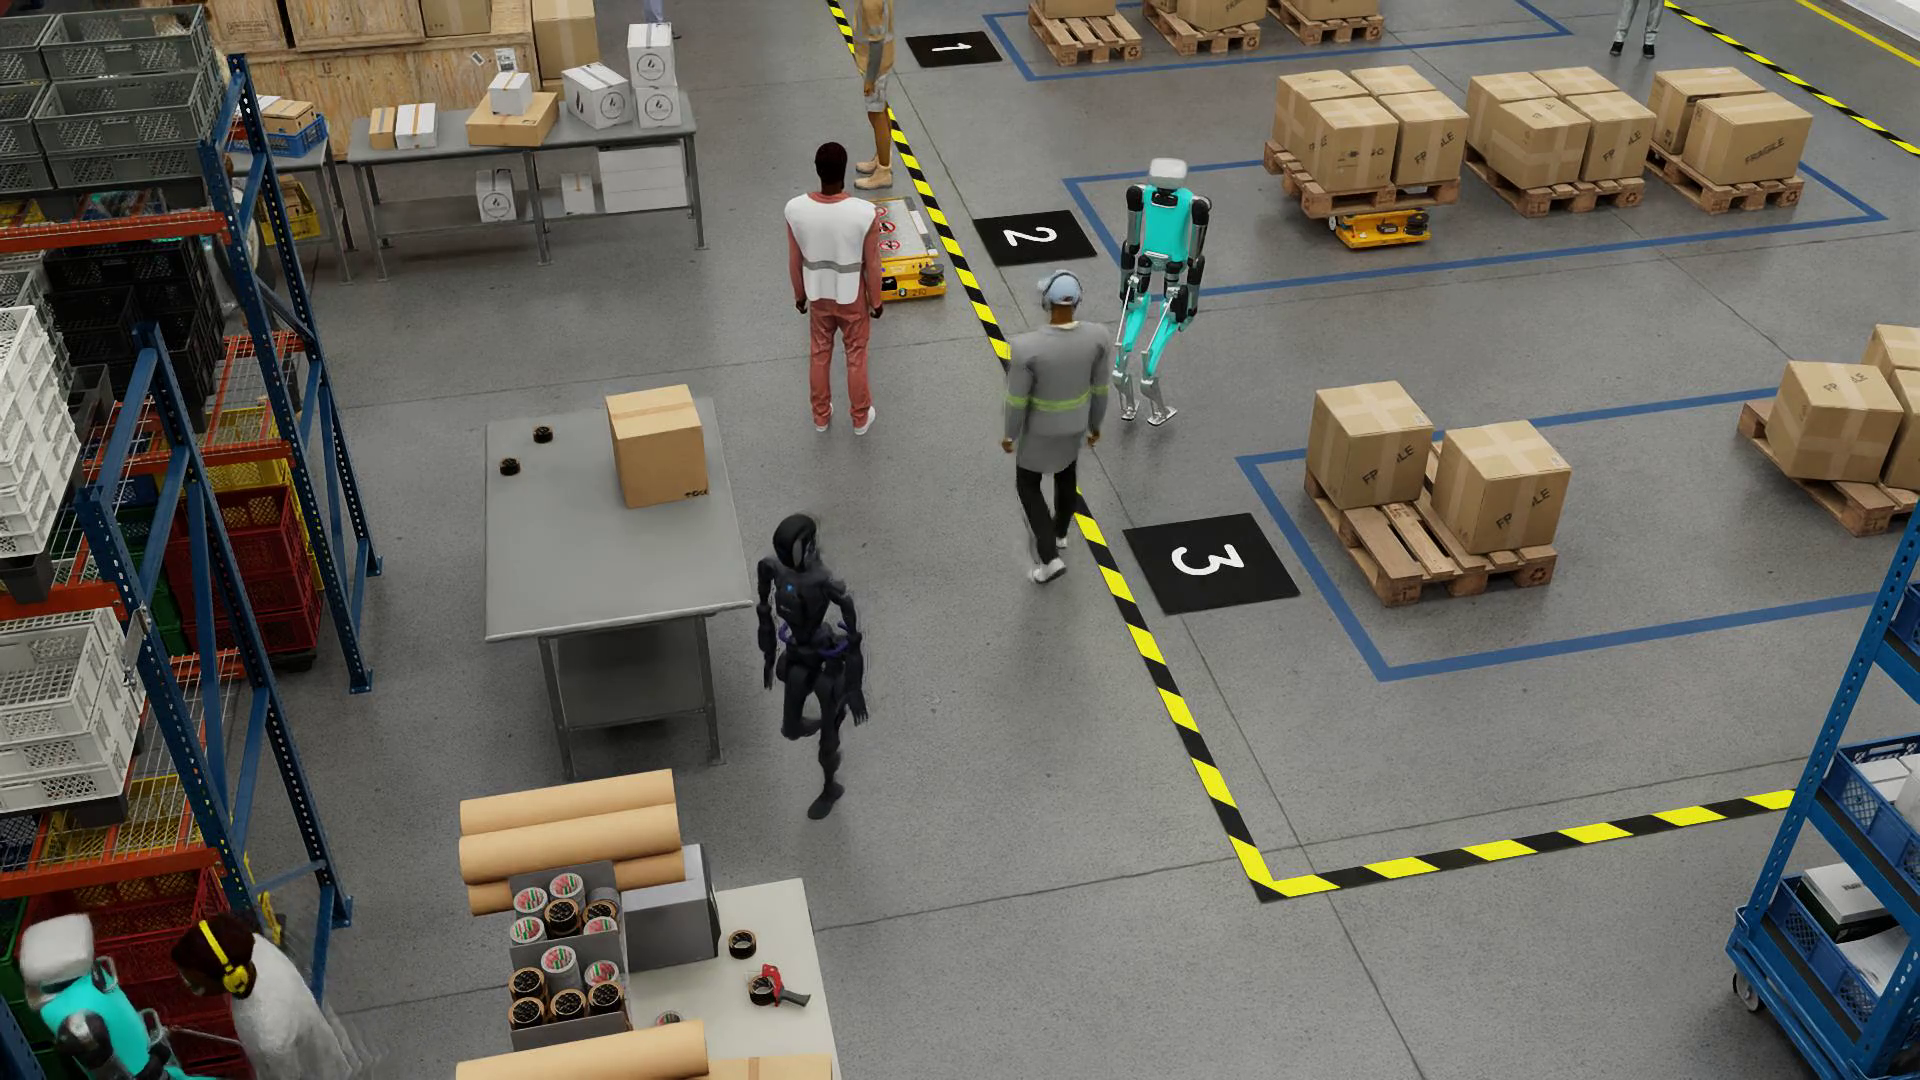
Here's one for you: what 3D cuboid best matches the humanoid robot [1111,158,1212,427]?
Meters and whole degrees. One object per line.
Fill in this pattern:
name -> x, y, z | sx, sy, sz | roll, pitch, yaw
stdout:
humanoid robot -> 1.137, -1.429, 10.129 | 0.533, 1.680, 0.735 | 18, 40, 23

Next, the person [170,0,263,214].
person -> -5.717, -3.260, 12.633 | 0.527, 1.832, 0.642 | -13, 39, -17

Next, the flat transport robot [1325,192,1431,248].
flat transport robot -> 3.134, -2.740, 13.213 | 0.652, 0.197, 1.431 | -8, 37, -10

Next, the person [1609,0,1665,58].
person -> 6.524, -5.434, 15.555 | 0.587, 1.822, 0.403 | 10, 38, 13

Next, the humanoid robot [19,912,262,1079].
humanoid robot -> -2.631, 1.894, 5.804 | 0.733, 1.809, 0.555 | -22, 42, -26

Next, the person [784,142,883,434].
person -> -0.760, -1.511, 10.215 | 0.579, 1.911, 0.394 | 9, 38, 12

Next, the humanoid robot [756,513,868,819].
humanoid robot -> -0.619, 0.535, 7.659 | 0.592, 1.644, 0.507 | 19, 41, 23

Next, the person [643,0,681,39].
person -> -2.942, -5.732, 16.001 | 0.312, 1.767, 0.533 | -14, 39, -19

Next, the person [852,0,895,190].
person -> -0.707, -3.780, 13.151 | 0.375, 2.041, 0.613 | 1, 37, 1

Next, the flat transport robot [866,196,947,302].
flat transport robot -> -0.570, -2.220, 12.538 | 0.659, 0.231, 1.431 | -8, 37, -10

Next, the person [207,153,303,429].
person -> -4.407, -1.543, 10.307 | 0.346, 1.846, 0.502 | -11, 38, -15

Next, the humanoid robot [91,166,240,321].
humanoid robot -> -5.422, -2.165, 11.284 | 1.020, 1.783, 0.530 | -22, 42, -27

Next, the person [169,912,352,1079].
person -> -2.323, 1.910, 5.665 | 0.687, 1.841, 0.516 | -23, 42, -28

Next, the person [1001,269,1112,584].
person -> 0.540, -0.612, 9.068 | 0.609, 1.837, 0.674 | -15, 39, -19
